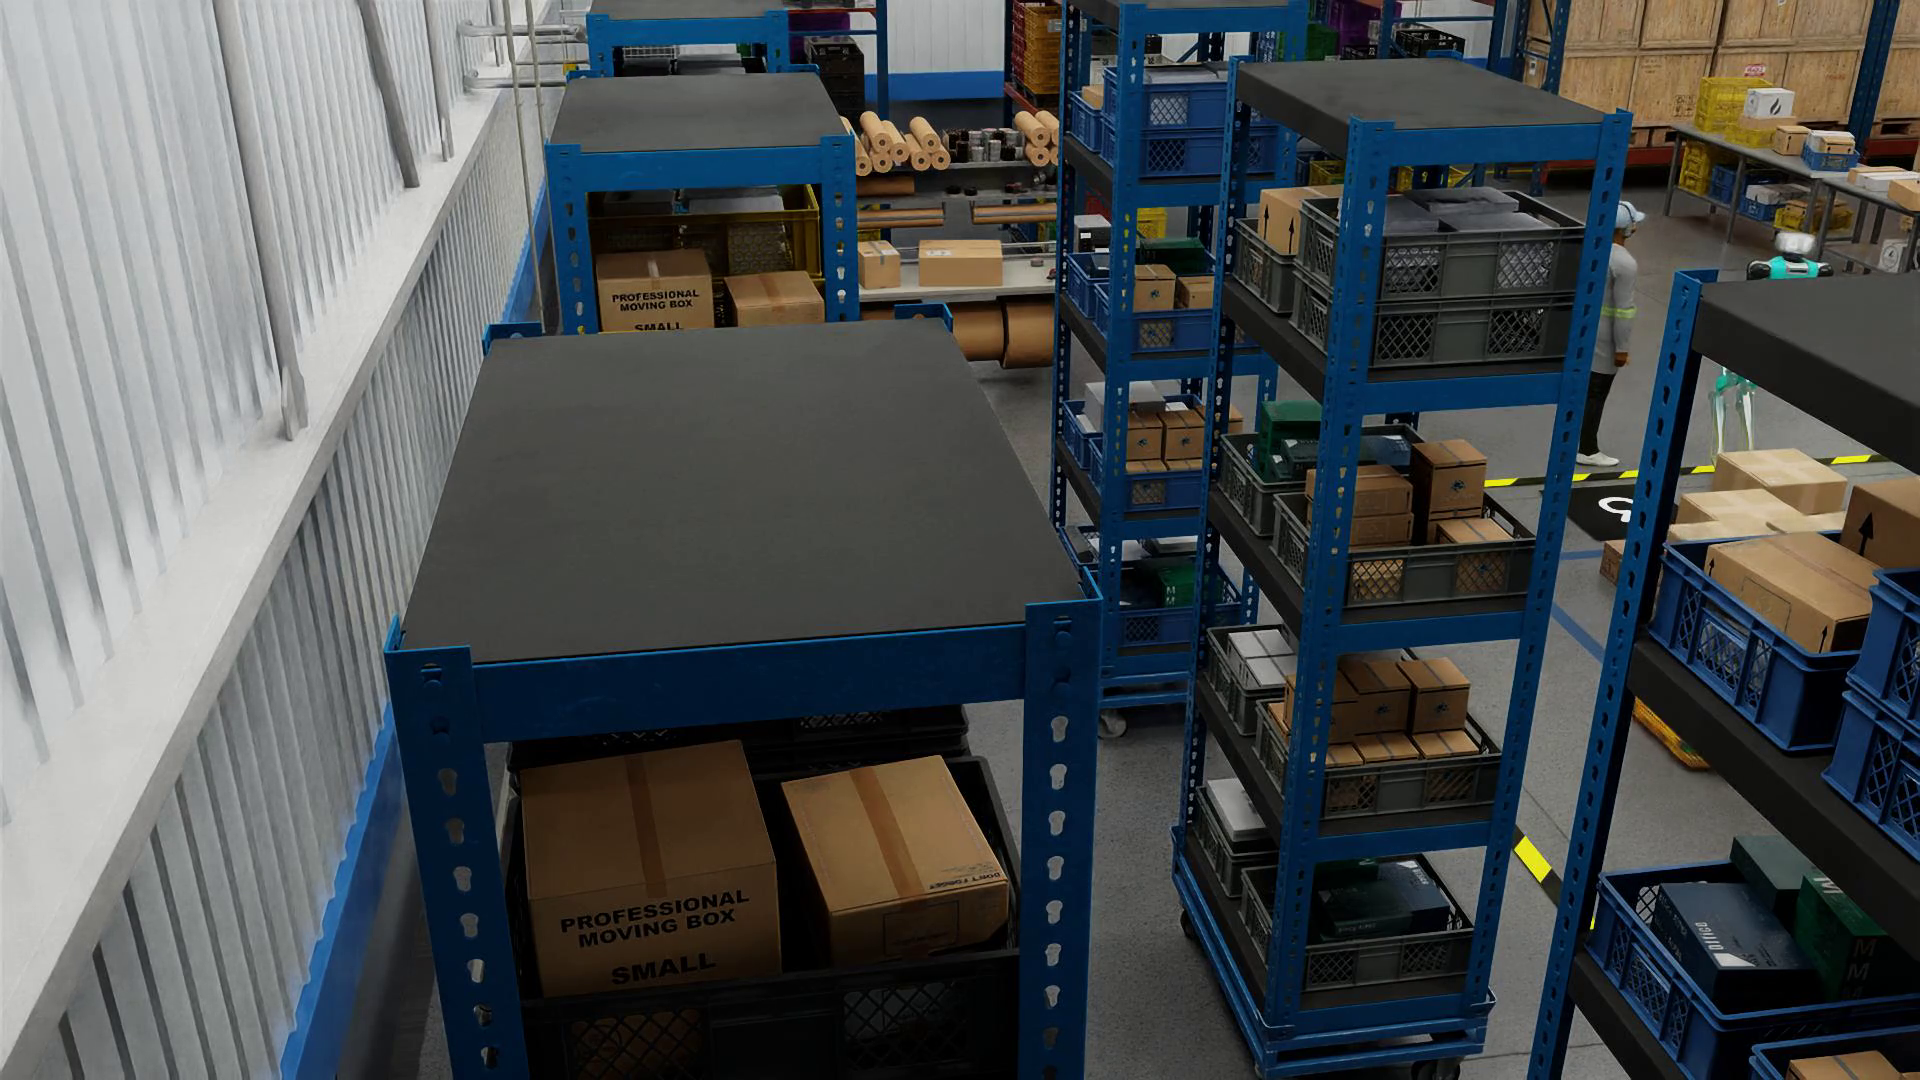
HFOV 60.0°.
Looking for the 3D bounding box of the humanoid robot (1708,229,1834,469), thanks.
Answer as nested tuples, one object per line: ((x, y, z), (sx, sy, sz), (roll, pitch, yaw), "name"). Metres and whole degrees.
((5.371, -1.302, 11.217), (0.533, 1.673, 0.735), (1, 25, 2), "humanoid robot")

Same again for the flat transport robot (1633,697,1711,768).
((4.186, 0.849, 8.419), (1.431, 0.197, 0.652), (-4, 25, -8), "flat transport robot")

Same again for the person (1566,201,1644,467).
((4.452, -1.423, 11.496), (0.363, 1.852, 0.594), (-5, 25, -11), "person")
